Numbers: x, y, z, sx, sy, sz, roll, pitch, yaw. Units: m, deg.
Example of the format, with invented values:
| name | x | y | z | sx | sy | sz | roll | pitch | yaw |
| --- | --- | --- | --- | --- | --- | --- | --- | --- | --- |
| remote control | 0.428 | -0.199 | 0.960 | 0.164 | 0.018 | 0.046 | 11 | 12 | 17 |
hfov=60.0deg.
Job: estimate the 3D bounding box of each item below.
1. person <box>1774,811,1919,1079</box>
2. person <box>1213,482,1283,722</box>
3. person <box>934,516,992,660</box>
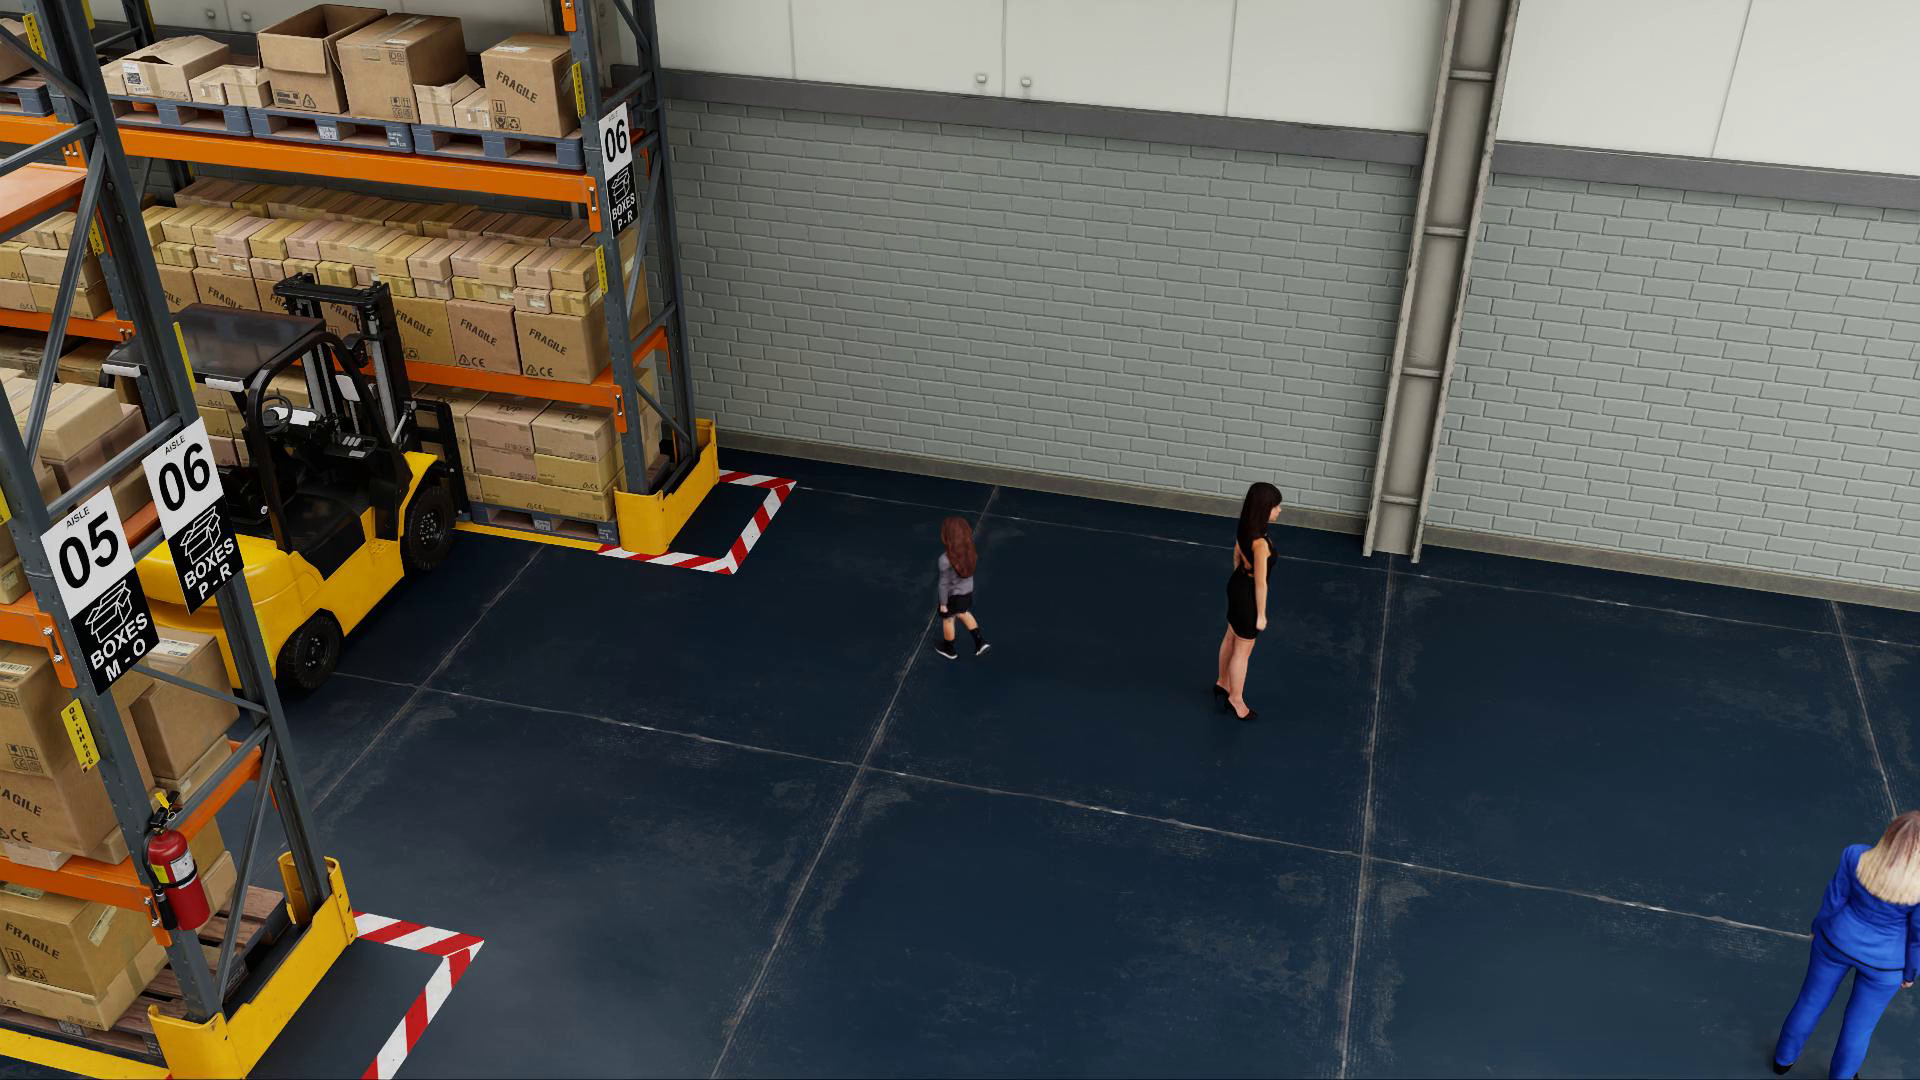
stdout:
| name | x | y | z | sx | sy | sz | roll | pitch | yaw |
| --- | --- | --- | --- | --- | --- | --- | --- | --- | --- |
| person | 4.182 | 1.921 | 7.725 | 0.655 | 1.701 | 0.774 | 28 | 42 | 36 |
| person | 1.747 | 0.366 | 10.164 | 0.627 | 1.647 | 0.636 | -6 | 33 | -8 |
| person | 0.014 | 0.328 | 10.728 | 0.723 | 1.098 | 0.616 | 24 | 40 | 32 |
